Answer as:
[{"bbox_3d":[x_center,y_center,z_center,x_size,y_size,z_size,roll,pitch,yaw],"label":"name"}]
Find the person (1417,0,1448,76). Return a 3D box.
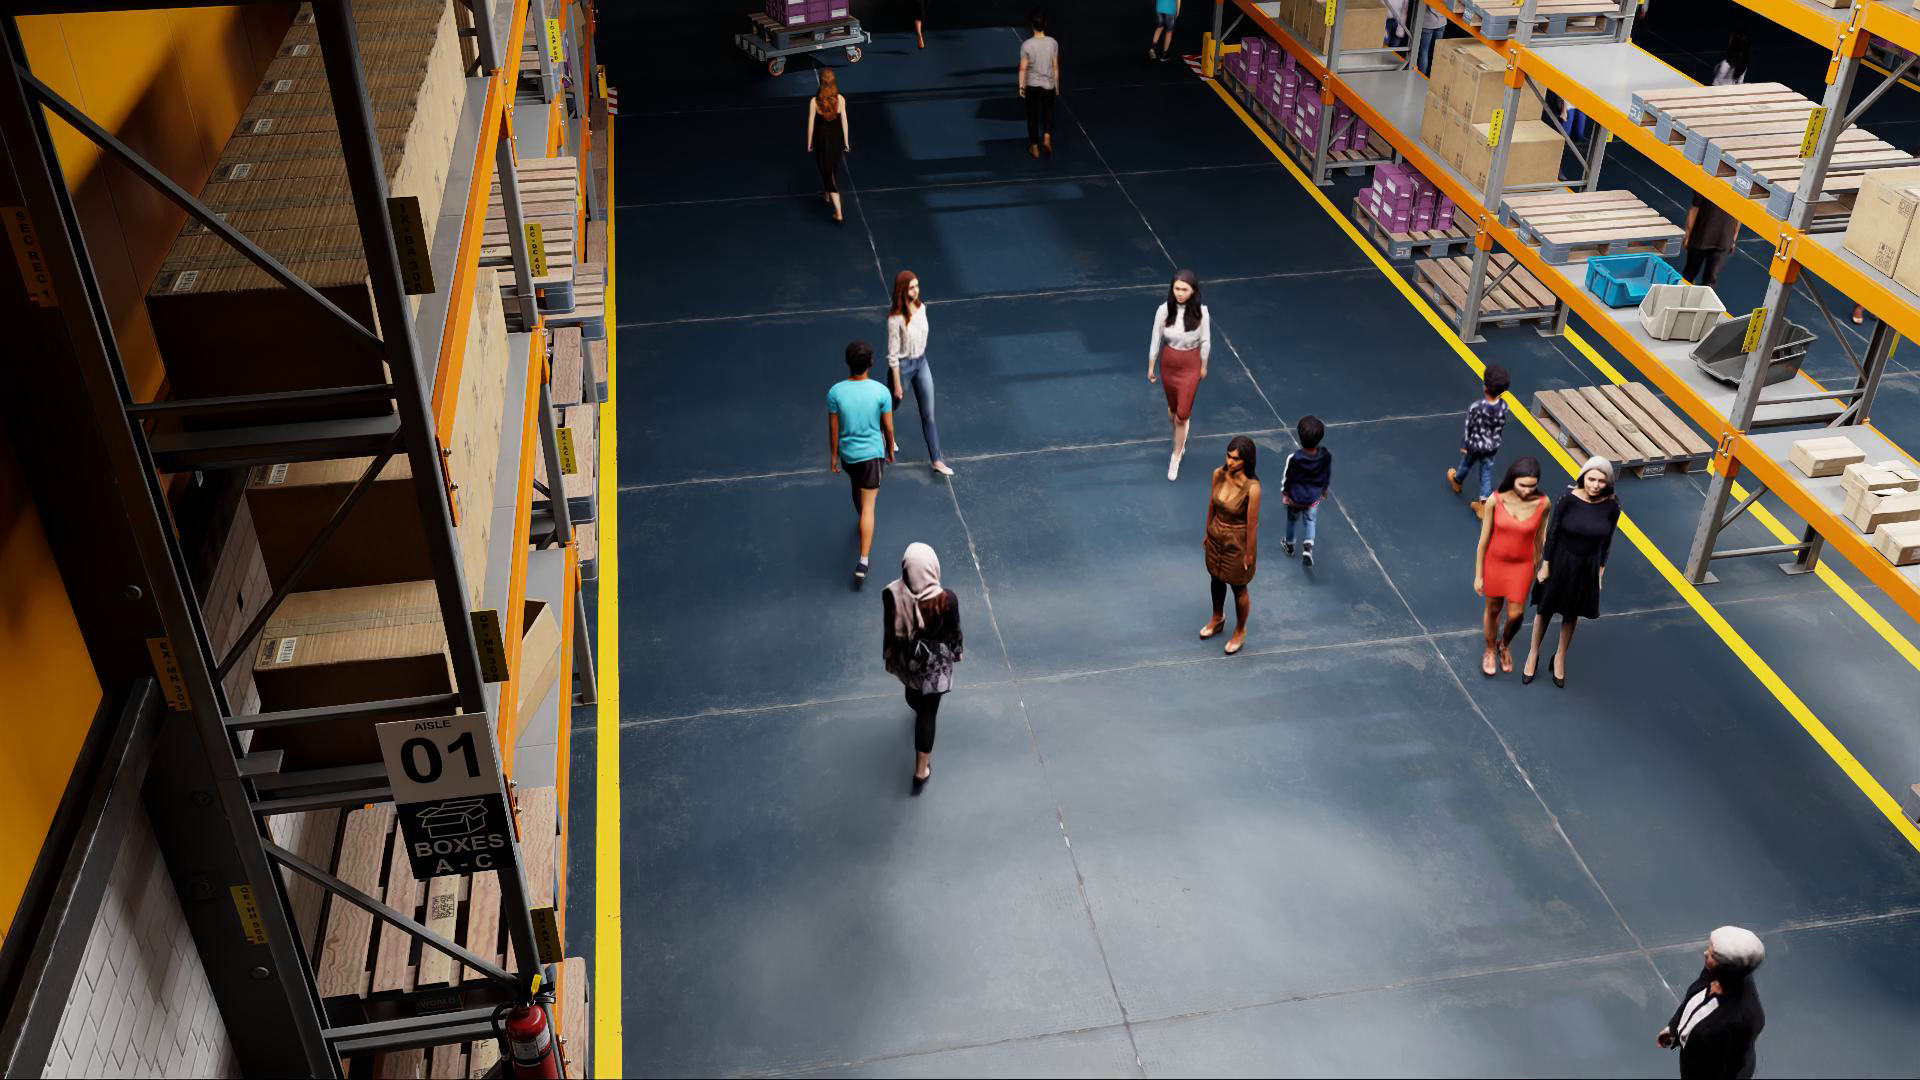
[{"bbox_3d":[6.012,-6.644,21.138,0.745,1.890,0.705,-19,38,-26],"label":"person"}]

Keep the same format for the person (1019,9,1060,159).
[{"bbox_3d":[0.926,-5.210,19.143,0.649,1.710,0.741,-3,34,-4],"label":"person"}]

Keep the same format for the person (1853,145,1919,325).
[{"bbox_3d":[8.751,-2.855,15.525,0.643,1.794,0.631,3,34,5],"label":"person"}]

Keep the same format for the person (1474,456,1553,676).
[{"bbox_3d":[3.638,0.125,11.122,0.679,1.705,0.685,6,34,10],"label":"person"}]

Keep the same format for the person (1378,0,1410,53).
[{"bbox_3d":[5.448,-6.675,21.335,0.672,1.724,0.937,-6,34,-9],"label":"person"}]

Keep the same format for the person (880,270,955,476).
[{"bbox_3d":[-0.480,-1.369,13.392,1.007,1.680,1.224,-27,42,-34],"label":"person"}]

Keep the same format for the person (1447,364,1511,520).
[{"bbox_3d":[4.064,-0.743,12.863,0.534,1.222,0.848,-3,34,-5],"label":"person"}]

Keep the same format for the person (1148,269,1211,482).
[{"bbox_3d":[1.782,-1.384,13.372,0.806,1.727,0.892,12,35,17],"label":"person"}]

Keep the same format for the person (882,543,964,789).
[{"bbox_3d":[-0.244,0.788,10.231,0.862,1.586,1.178,4,34,6],"label":"person"}]

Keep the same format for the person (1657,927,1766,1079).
[{"bbox_3d":[3.551,2.417,7.719,0.835,1.778,0.895,3,34,5],"label":"person"}]

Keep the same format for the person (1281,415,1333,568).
[{"bbox_3d":[2.559,-0.346,12.274,0.587,1.214,0.735,-1,34,-1],"label":"person"}]

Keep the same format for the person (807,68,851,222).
[{"bbox_3d":[-1.378,-4.162,17.690,0.749,1.573,1.137,-12,36,-18],"label":"person"}]

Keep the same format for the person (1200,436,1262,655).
[{"bbox_3d":[1.843,0.026,11.289,0.700,1.684,0.597,-25,41,-32],"label":"person"}]

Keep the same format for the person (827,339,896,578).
[{"bbox_3d":[-0.722,-0.549,12.120,0.820,1.723,1.236,2,34,3],"label":"person"}]

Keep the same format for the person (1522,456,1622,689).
[{"bbox_3d":[4.027,0.213,10.950,0.678,1.747,0.685,7,34,10],"label":"person"}]

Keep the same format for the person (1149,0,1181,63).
[{"bbox_3d":[2.726,-7.115,22.255,0.709,1.437,0.768,22,40,30],"label":"person"}]

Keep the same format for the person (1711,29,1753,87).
[{"bbox_3d":[8.533,-4.752,18.473,1.001,1.689,1.248,-24,40,-31],"label":"person"}]
